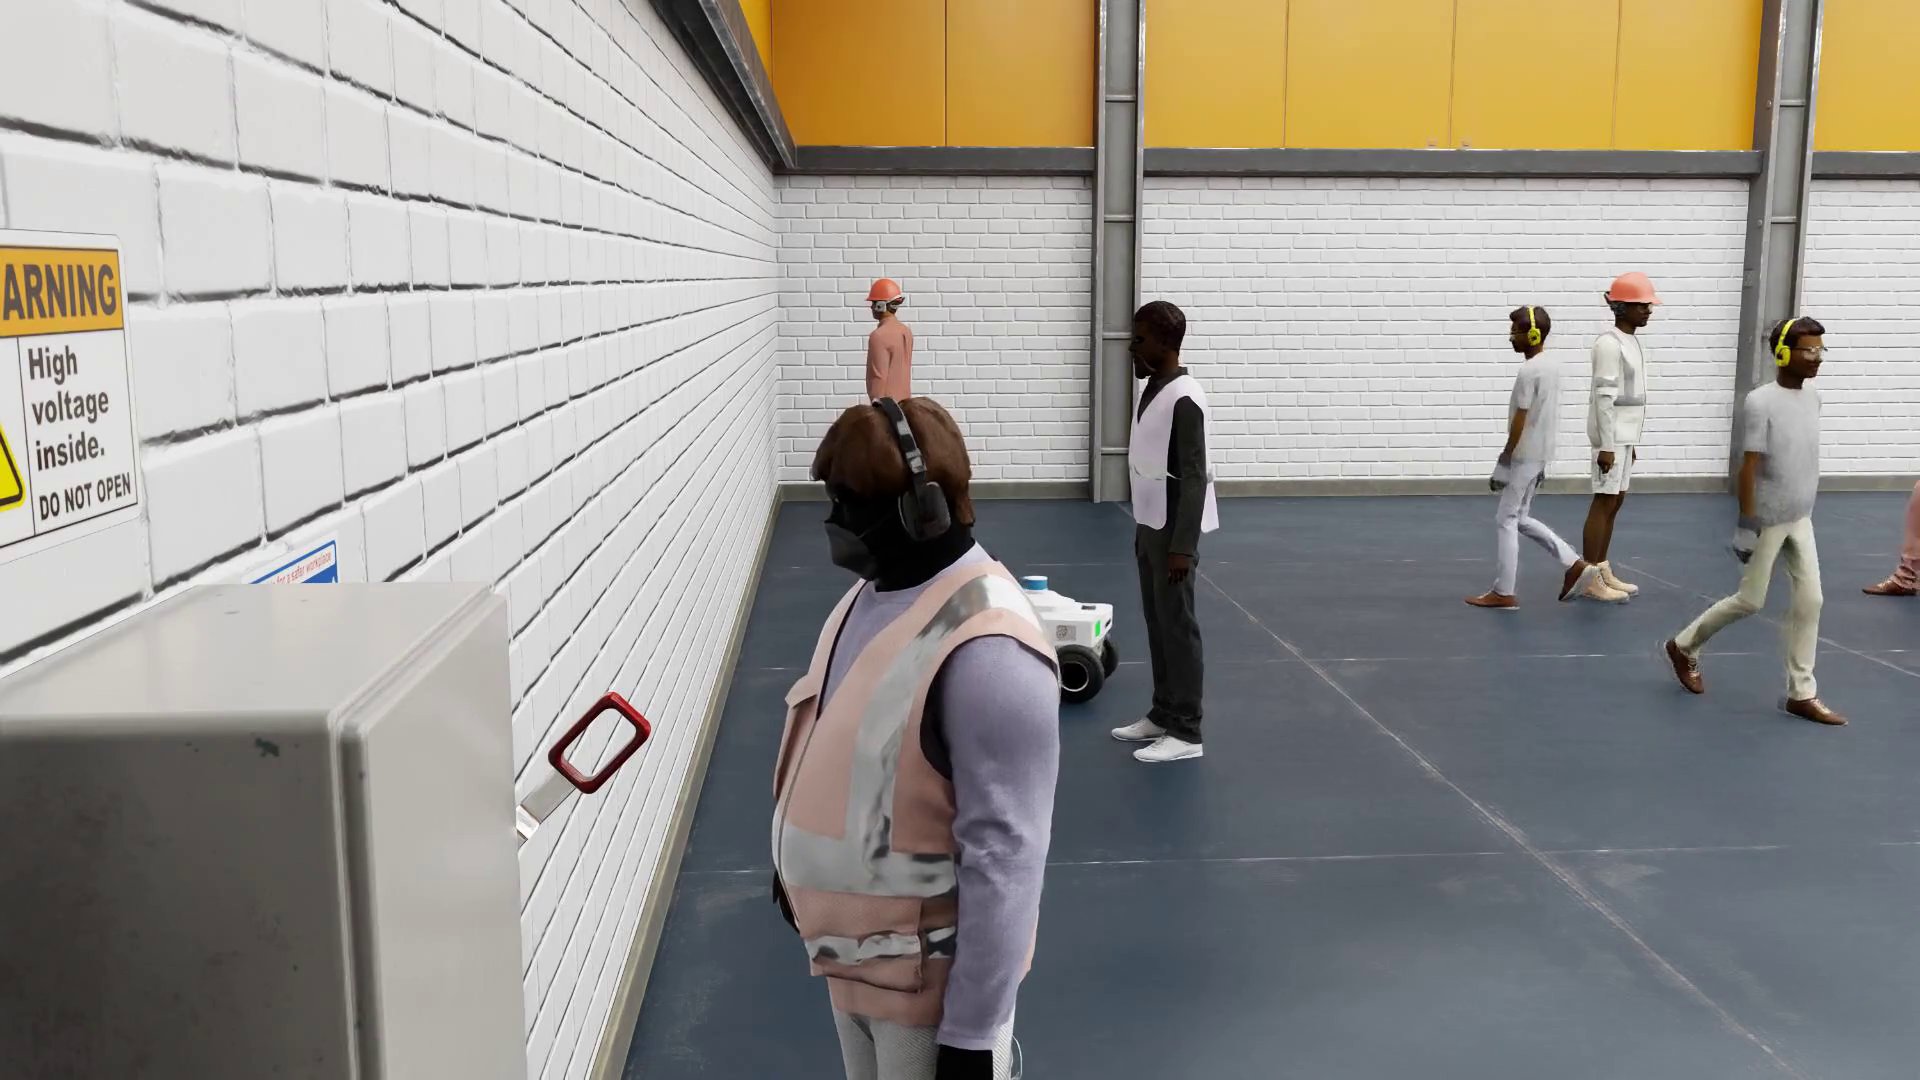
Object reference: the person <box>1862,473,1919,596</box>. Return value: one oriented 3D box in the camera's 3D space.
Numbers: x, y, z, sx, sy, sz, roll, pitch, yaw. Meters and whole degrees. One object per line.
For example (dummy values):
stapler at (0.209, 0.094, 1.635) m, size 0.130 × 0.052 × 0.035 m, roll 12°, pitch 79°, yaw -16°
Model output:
person at (6.235, -0.533, 10.253) m, size 0.959 × 1.870 × 0.653 m, roll 2°, pitch 9°, yaw 13°

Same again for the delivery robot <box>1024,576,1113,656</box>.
delivery robot at (0.371, 0.418, 8.089) m, size 0.707 × 0.478 × 0.477 m, roll 2°, pitch 9°, yaw 15°

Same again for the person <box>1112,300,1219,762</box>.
person at (0.877, -0.036, 6.970) m, size 0.371 × 1.916 × 0.597 m, roll -1°, pitch 9°, yaw -9°

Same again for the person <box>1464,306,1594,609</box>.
person at (3.430, -0.477, 9.979) m, size 0.647 × 1.846 × 0.530 m, roll 6°, pitch 11°, yaw 33°

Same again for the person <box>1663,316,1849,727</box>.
person at (3.729, -0.112, 7.700) m, size 0.521 × 1.847 × 0.842 m, roll -5°, pitch 10°, yaw -28°

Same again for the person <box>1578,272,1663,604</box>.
person at (4.105, -0.633, 10.325) m, size 0.390 × 2.040 × 0.614 m, roll 6°, pitch 11°, yaw 34°

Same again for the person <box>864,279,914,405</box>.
person at (-0.571, -1.043, 13.051) m, size 0.382 × 1.995 × 0.612 m, roll 3°, pitch 10°, yaw 21°

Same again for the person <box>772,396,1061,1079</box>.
person at (-0.085, 0.685, 2.705) m, size 0.429 × 1.838 × 0.622 m, roll -4°, pitch 10°, yaw -22°
